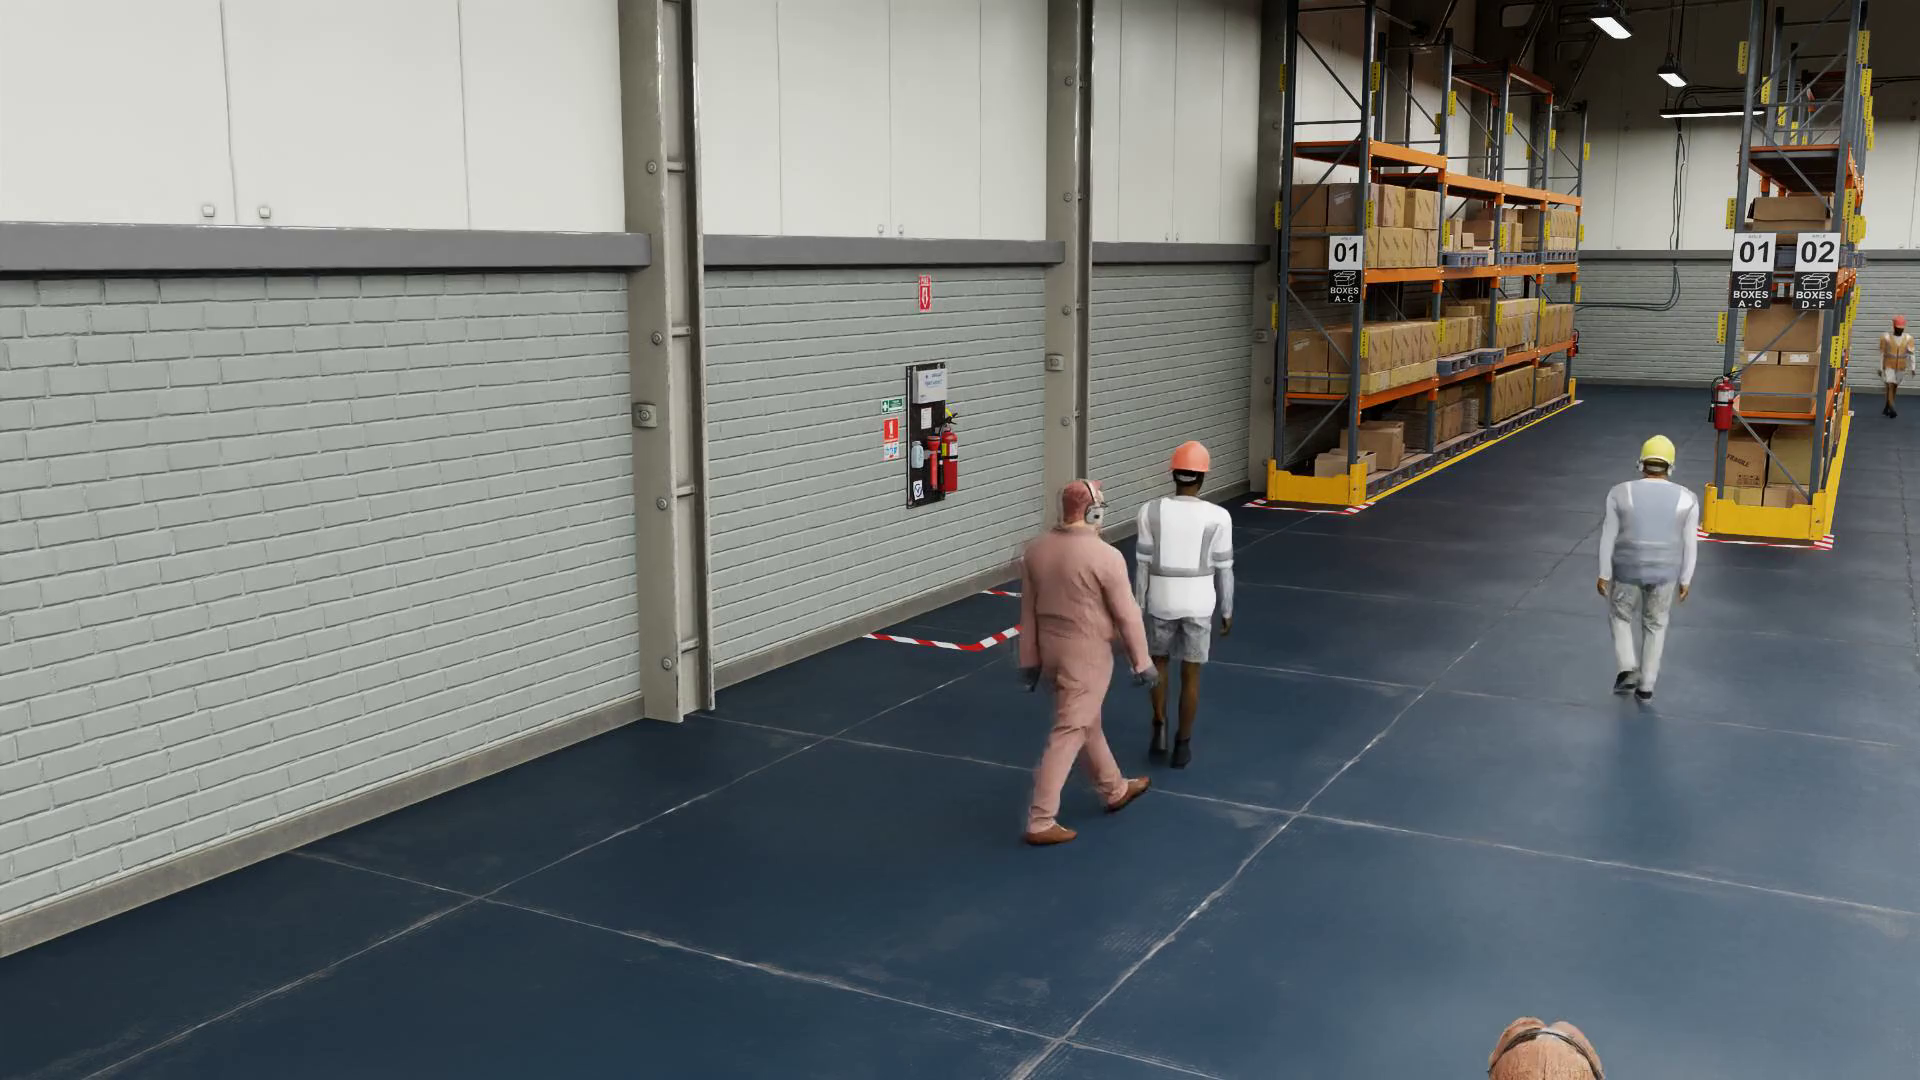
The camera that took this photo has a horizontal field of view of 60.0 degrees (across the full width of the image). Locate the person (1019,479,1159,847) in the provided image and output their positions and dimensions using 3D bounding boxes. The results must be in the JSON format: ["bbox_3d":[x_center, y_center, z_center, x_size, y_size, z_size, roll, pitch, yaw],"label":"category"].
[{"bbox_3d":[0.691,0.612,8.597,0.993,1.856,0.642,-7,12,-35],"label":"person"}]

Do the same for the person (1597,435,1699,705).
[{"bbox_3d":[4.585,0.203,11.112,0.614,1.809,0.438,3,10,14],"label":"person"}]

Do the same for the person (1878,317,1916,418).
[{"bbox_3d":[17.415,-3.209,30.947,0.569,1.877,1.019,3,10,16],"label":"person"}]

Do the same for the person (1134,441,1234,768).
[{"bbox_3d":[1.317,0.376,9.780,0.585,1.922,0.457,2,10,12],"label":"person"}]

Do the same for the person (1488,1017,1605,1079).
[{"bbox_3d":[1.040,1.676,3.014,0.519,1.625,0.453,4,10,22],"label":"person"}]
